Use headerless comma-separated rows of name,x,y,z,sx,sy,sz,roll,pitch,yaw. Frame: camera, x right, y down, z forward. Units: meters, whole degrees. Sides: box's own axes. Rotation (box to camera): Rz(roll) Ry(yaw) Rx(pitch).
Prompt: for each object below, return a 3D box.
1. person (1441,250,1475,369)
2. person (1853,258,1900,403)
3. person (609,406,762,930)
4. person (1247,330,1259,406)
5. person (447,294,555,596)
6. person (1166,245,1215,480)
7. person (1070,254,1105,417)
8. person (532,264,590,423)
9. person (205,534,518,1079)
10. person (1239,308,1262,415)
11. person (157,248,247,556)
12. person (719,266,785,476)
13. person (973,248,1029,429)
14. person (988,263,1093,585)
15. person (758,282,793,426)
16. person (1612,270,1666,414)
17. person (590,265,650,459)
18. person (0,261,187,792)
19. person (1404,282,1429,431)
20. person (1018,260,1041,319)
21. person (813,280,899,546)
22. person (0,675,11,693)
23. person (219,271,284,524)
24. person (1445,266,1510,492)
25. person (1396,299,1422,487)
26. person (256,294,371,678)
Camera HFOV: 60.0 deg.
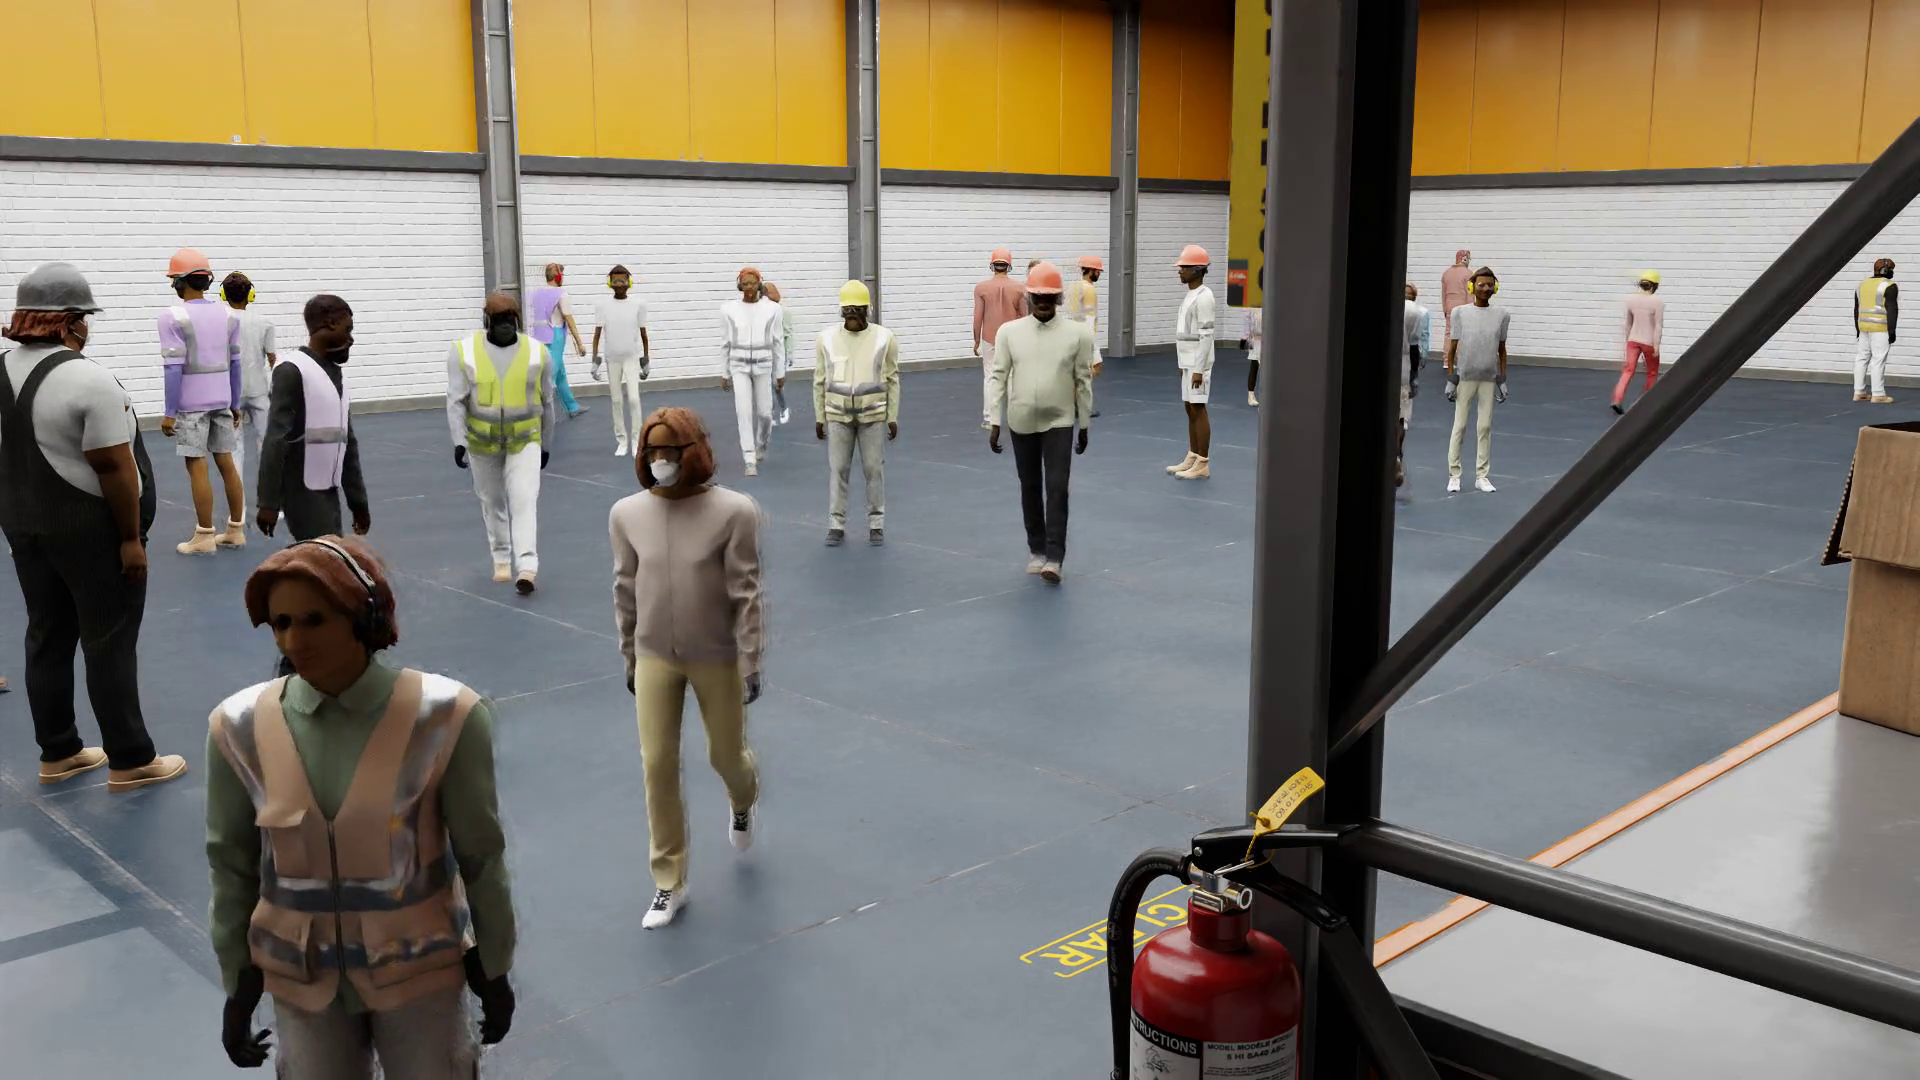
person,7.949,-3.650,26.432,0.405,1.903,0.636,-6,12,-28
person,11.752,-2.679,21.314,0.430,1.840,0.619,-3,11,-15
person,-0.849,0.364,5.328,0.498,1.618,0.661,1,10,7
person,3.828,-2.520,20.823,0.537,1.695,0.320,-4,11,-22
person,-2.733,-0.570,9.958,0.614,1.778,0.988,-3,11,-14
person,2.033,-1.546,14.566,0.378,2.045,0.605,-1,10,-4
person,1.465,-2.377,19.463,0.520,1.911,0.575,-3,11,-15
person,-4.546,-2.233,18.980,0.593,1.802,0.934,10,14,43
person,-1.057,0.784,2.998,0.529,1.622,0.432,0,10,-1
person,3.611,-2.383,19.737,0.612,1.819,0.638,-7,13,-34
person,-5.084,-0.915,11.123,0.374,2.042,0.615,5,11,24
person,-1.871,-1.532,14.992,0.583,1.864,0.712,-1,10,-7
person,0.450,-2.214,18.340,0.624,1.993,0.385,-1,10,-3
person,0.484,-0.704,10.200,0.629,1.951,0.948,1,10,8
person,-2.107,-2.050,18.474,0.519,1.618,0.344,5,11,23
person,8.155,-2.367,19.911,0.905,1.724,0.533,-8,13,-36
person,-3.264,-1.691,15.922,0.541,1.842,0.762,-1,10,-5
person,-3.385,-0.053,6.434,0.679,2.000,0.537,4,11,19
person,4.833,-1.996,18.133,0.538,1.623,0.433,4,11,22
person,0.949,-2.646,21.214,0.538,1.801,0.904,1,10,8
person,-0.718,-0.866,11.439,0.598,1.827,0.404,0,10,2
person,-4.922,-0.234,7.830,0.990,1.901,0.630,8,13,36
person,-5.293,-1.042,12.321,0.532,1.861,0.321,-5,11,-24
person,4.306,-1.329,13.845,0.513,1.876,0.328,0,10,2
person,3.529,-1.365,13.839,0.610,1.948,0.653,2,11,10
person,-2.995,-0.198,7.708,0.434,1.861,0.689,0,10,-1
